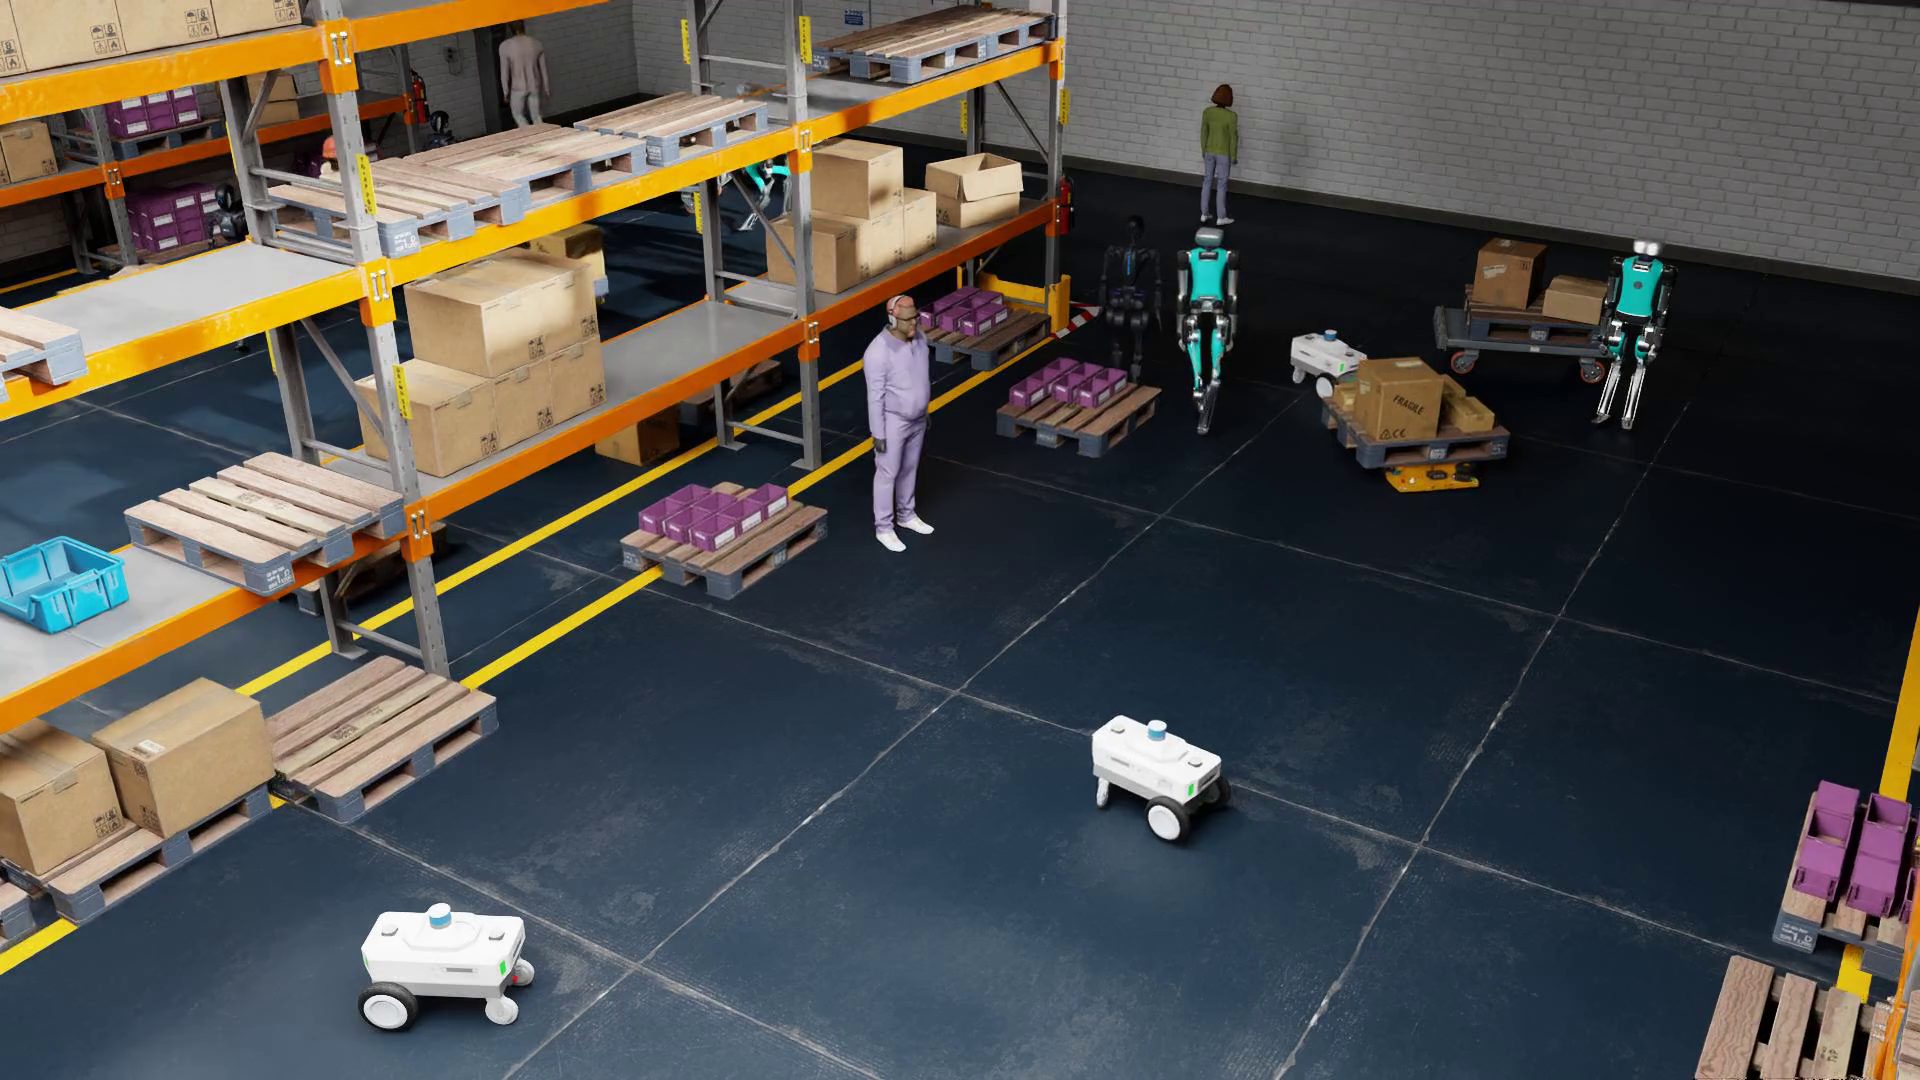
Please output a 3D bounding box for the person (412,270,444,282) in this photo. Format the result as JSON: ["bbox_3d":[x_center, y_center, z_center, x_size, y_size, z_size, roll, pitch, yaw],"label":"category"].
[{"bbox_3d":[-4.053,-1.331,13.078,0.337,1.847,0.514,3,27,6],"label":"person"}]

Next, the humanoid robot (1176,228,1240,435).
[{"bbox_3d":[2.049,-1.669,13.913,0.551,1.742,1.031,4,27,7],"label":"humanoid robot"}]

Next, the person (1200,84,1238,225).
[{"bbox_3d":[3.061,-4.558,19.668,0.498,1.633,0.281,23,35,38],"label":"person"}]

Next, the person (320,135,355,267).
[{"bbox_3d":[-6.324,-3.320,17.126,0.604,1.728,0.383,14,30,26],"label":"person"}]

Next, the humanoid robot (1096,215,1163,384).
[{"bbox_3d":[1.510,-2.056,14.710,0.613,1.639,0.543,8,28,15],"label":"humanoid robot"}]

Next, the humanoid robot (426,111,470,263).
[{"bbox_3d":[-5.603,-3.887,18.286,0.599,1.657,0.315,16,31,28],"label":"humanoid robot"}]

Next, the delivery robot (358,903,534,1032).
[{"bbox_3d":[-2.458,2.003,7.939,0.802,0.598,0.499,2,27,3],"label":"delivery robot"}]

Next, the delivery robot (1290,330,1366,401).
[{"bbox_3d":[3.338,-1.603,15.033,0.523,0.587,0.735,-16,31,-28],"label":"delivery robot"}]

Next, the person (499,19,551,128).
[{"bbox_3d":[-5.822,-6.055,22.304,0.666,1.920,0.442,-15,30,-27],"label":"person"}]

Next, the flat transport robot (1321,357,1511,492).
[{"bbox_3d":[3.668,-0.776,13.726,0.659,0.231,1.431,-4,27,-8],"label":"flat transport robot"}]

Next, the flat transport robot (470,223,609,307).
[{"bbox_3d":[-4.340,-2.320,16.769,0.659,0.231,1.431,17,31,30],"label":"flat transport robot"}]

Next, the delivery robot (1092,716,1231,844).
[{"bbox_3d":[1.109,1.301,9.319,0.767,0.595,0.515,21,33,35],"label":"delivery robot"}]

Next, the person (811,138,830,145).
[{"bbox_3d":[-1.460,-3.752,17.957,0.609,1.739,0.795,9,28,18],"label":"person"}]

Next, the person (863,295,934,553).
[{"bbox_3d":[-0.417,-0.865,12.094,0.406,1.905,0.650,18,32,32],"label":"person"}]

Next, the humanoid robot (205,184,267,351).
[{"bbox_3d":[-6.843,-2.615,15.855,0.584,1.616,0.789,0,27,0],"label":"humanoid robot"}]

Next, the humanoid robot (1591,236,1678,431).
[{"bbox_3d":[5.653,-1.763,13.907,0.533,1.673,0.735,16,31,28],"label":"humanoid robot"}]

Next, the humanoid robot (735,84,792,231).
[{"bbox_3d":[-2.253,-4.469,19.452,0.549,1.777,1.056,20,33,34],"label":"humanoid robot"}]
